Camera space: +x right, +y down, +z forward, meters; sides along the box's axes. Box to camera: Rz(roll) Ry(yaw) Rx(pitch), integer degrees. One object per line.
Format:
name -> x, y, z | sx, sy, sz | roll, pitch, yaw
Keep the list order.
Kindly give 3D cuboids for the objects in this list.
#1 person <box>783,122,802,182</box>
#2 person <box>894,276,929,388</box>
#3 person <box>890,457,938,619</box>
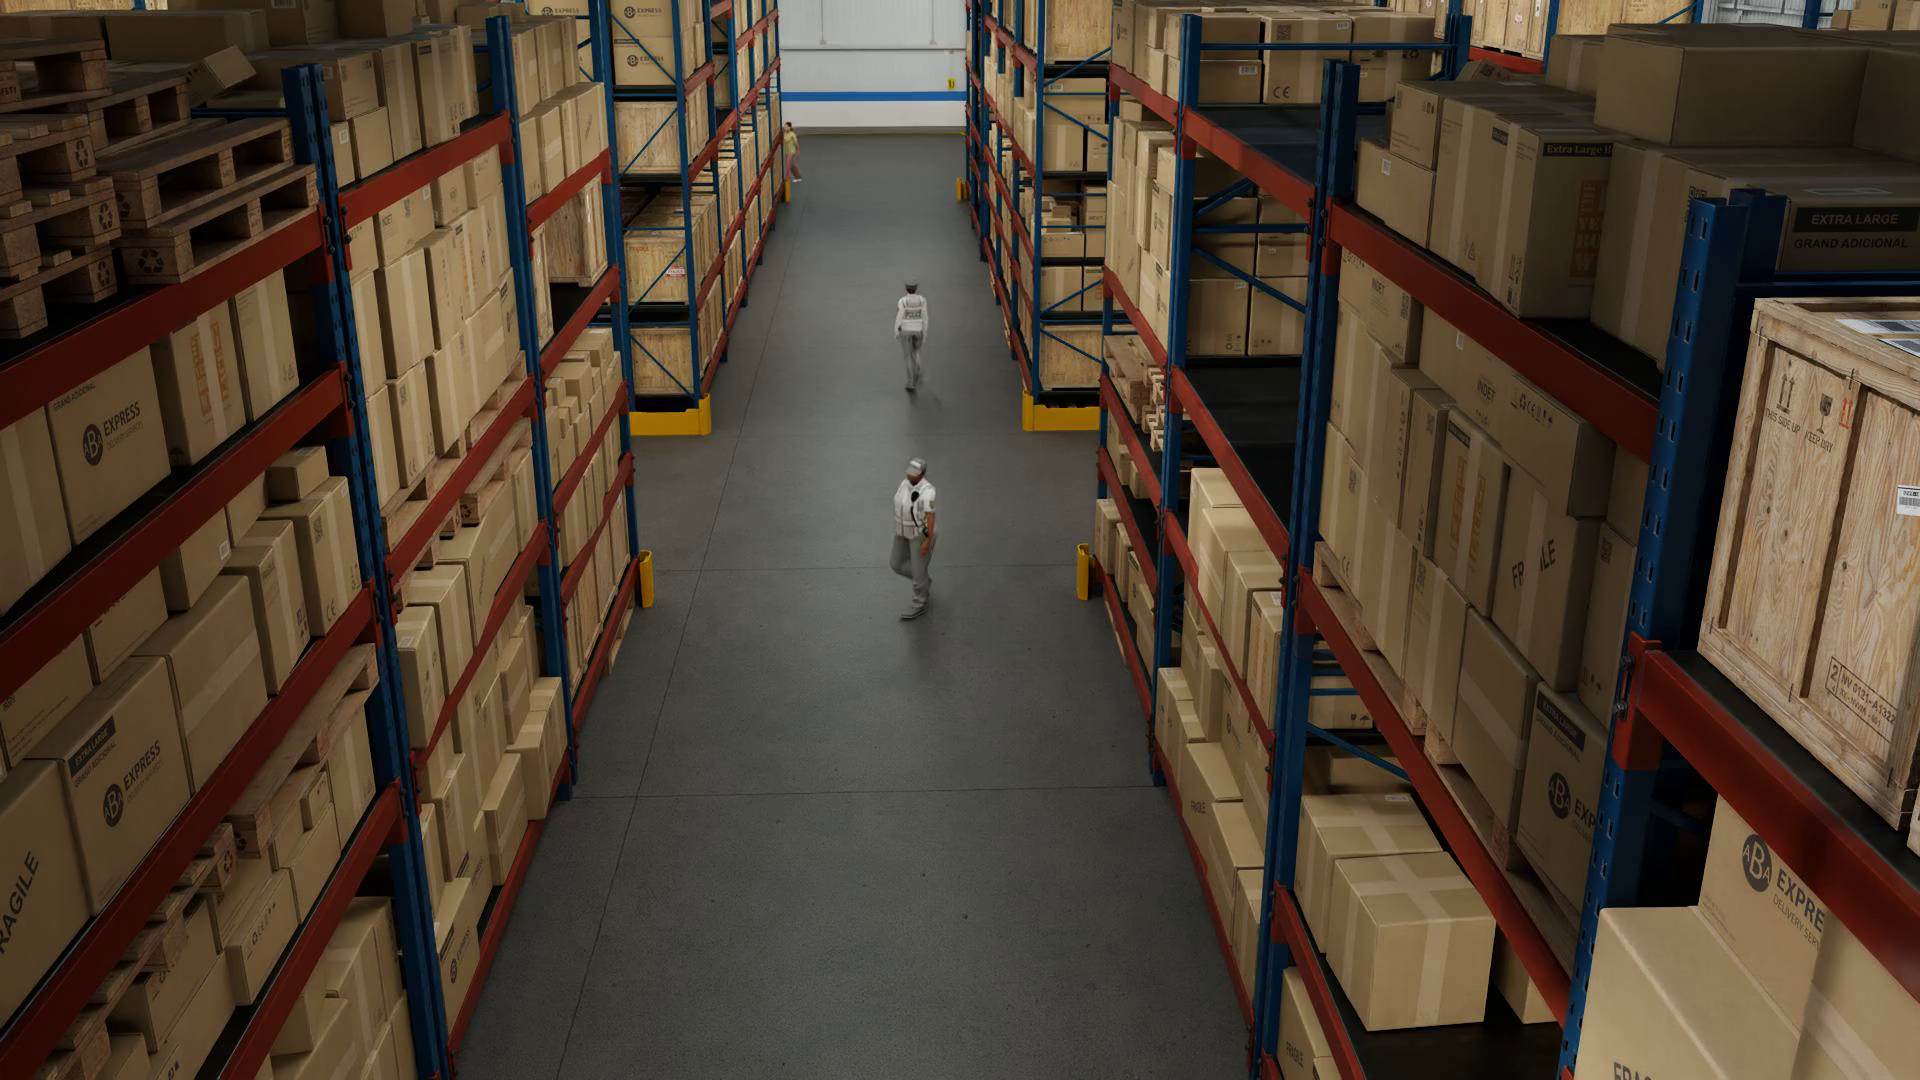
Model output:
person -> -4.562, -10.307, 44.314 | 0.445, 1.624, 0.975 | 16, 26, 37
person -> -0.741, -3.117, 24.895 | 0.490, 1.686, 0.438 | -8, 22, -21
person -> -0.417, -0.061, 16.769 | 0.588, 1.662, 0.514 | -18, 27, -40
